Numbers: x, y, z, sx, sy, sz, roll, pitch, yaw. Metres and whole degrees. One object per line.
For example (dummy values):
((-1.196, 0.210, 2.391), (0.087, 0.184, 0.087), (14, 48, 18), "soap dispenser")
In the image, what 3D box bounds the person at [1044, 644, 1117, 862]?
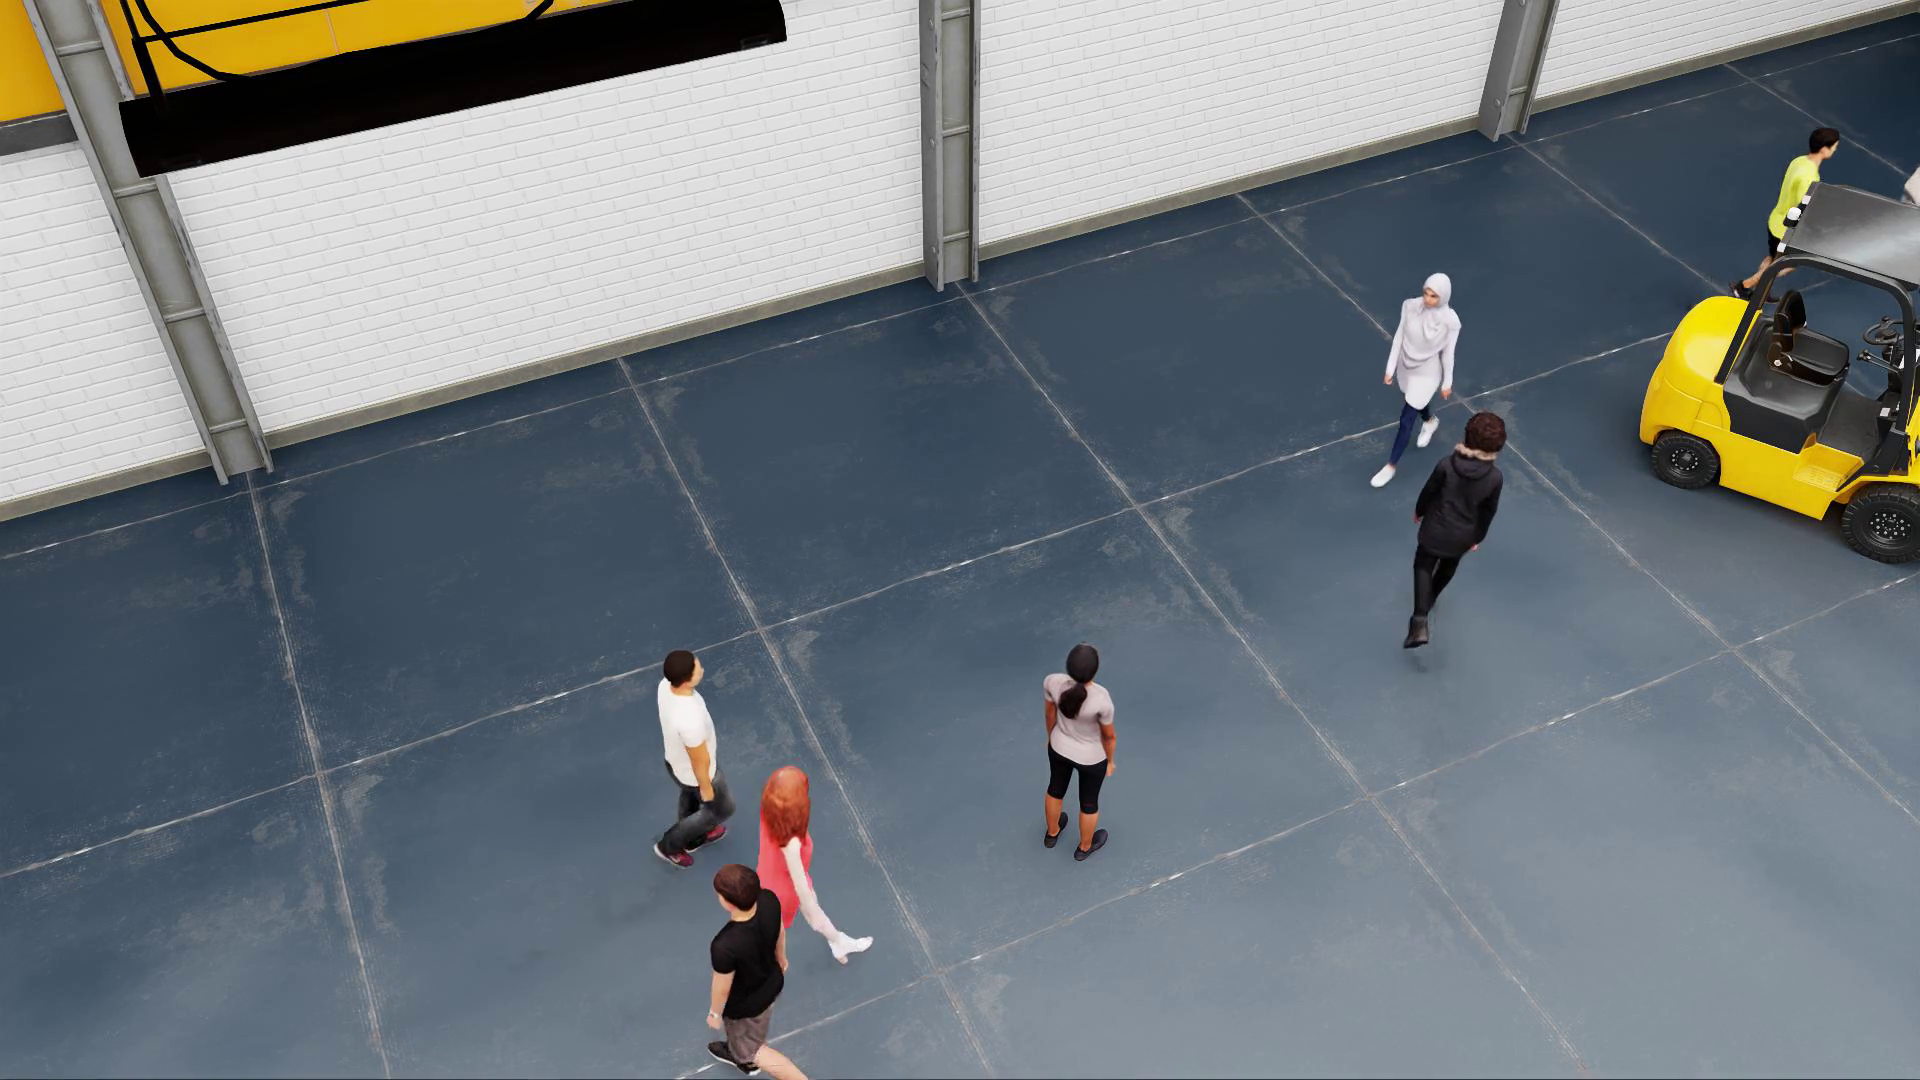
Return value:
((0.679, 1.229, 9.671), (0.690, 1.746, 0.715), (22, 48, 22), "person")

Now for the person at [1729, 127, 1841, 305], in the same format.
((6.780, -2.627, 13.756), (0.896, 1.695, 0.831), (8, 44, 8), "person")

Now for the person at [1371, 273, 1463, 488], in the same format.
((3.433, -1.267, 12.296), (1.202, 1.741, 0.858), (-35, 53, -31), "person")

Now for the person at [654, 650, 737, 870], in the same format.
((-1.608, 1.312, 9.552), (0.722, 1.791, 0.703), (-23, 48, -22), "person")

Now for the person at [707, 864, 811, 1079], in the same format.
((-0.996, 2.321, 8.455), (1.141, 1.844, 1.121), (19, 47, 18), "person")

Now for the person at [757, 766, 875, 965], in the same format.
((-1.038, 1.899, 8.943), (1.035, 1.780, 0.711), (-13, 45, -14), "person")

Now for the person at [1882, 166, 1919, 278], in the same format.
((8.087, -2.920, 14.064), (0.793, 1.694, 0.709), (-9, 44, -9), "person")

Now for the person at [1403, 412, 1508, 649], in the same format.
((3.235, -0.030, 10.993), (1.127, 1.747, 1.130), (6, 44, 7), "person")
